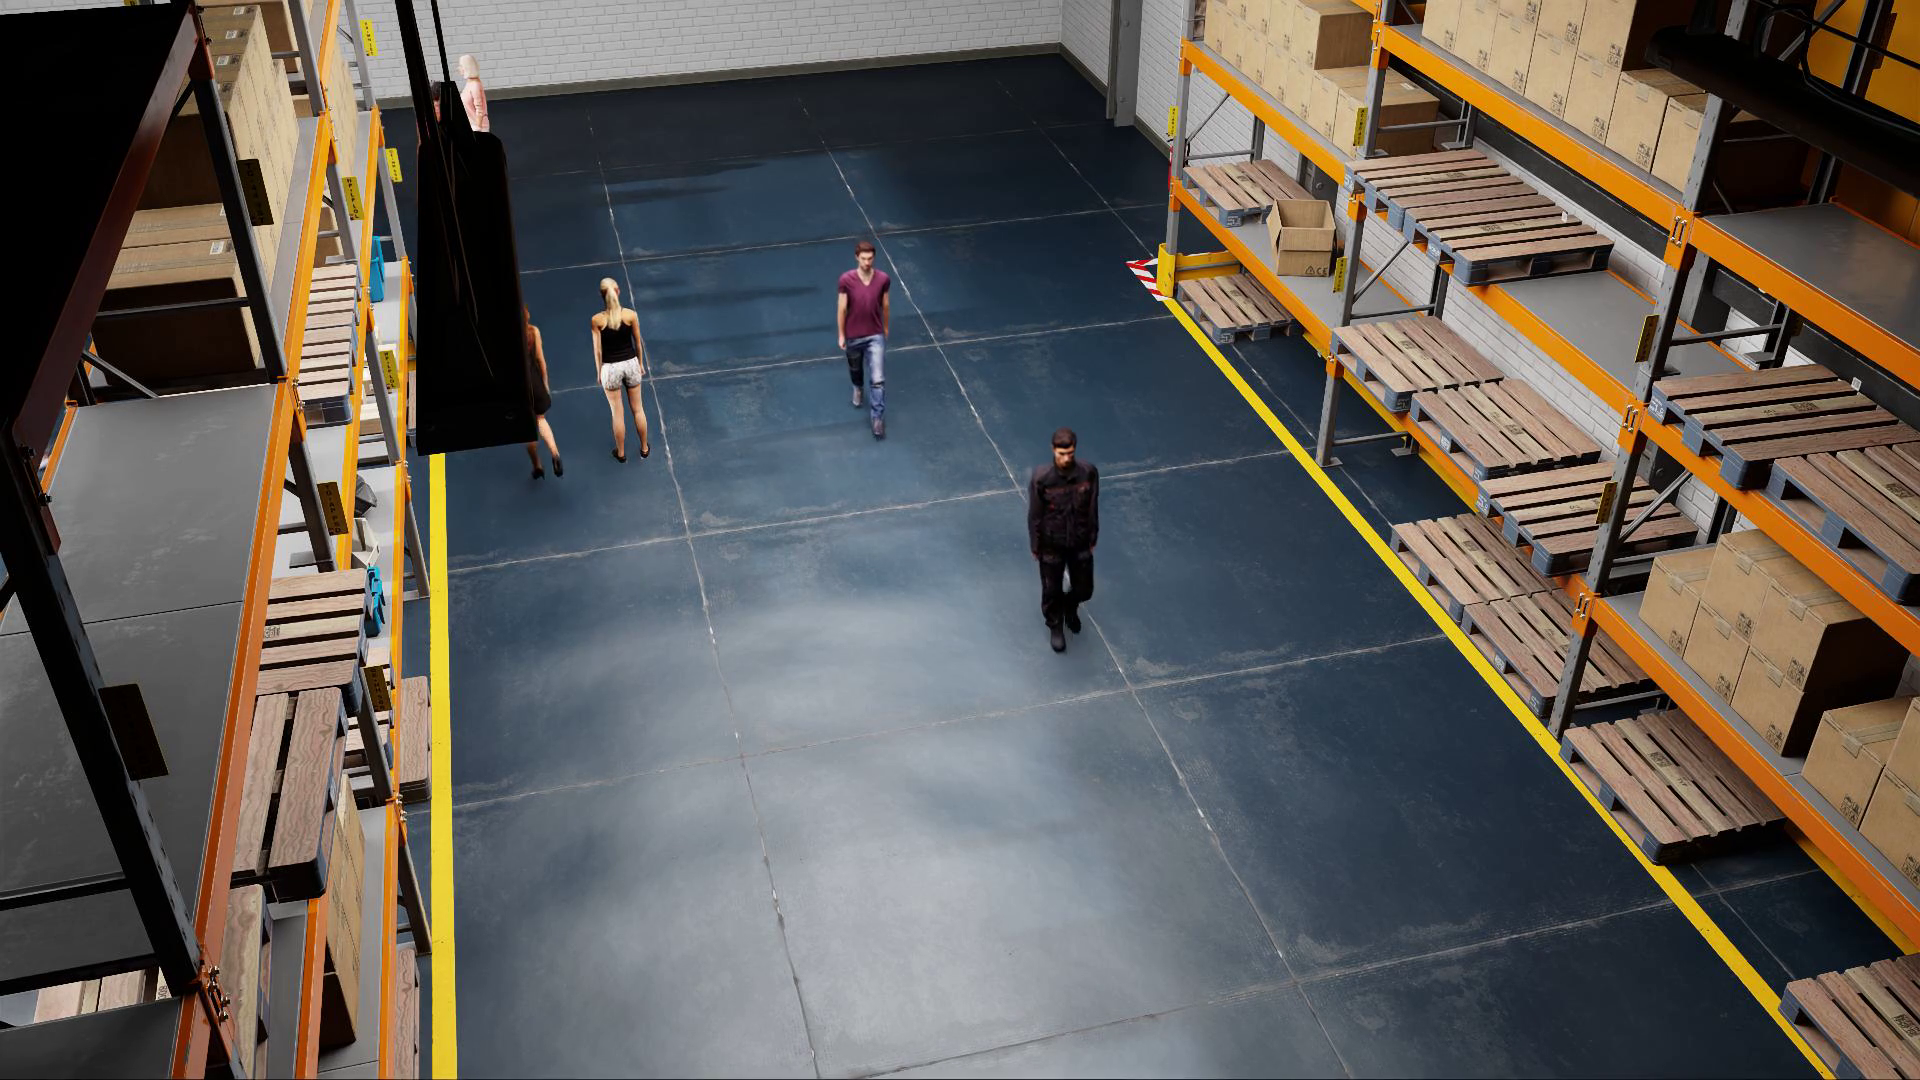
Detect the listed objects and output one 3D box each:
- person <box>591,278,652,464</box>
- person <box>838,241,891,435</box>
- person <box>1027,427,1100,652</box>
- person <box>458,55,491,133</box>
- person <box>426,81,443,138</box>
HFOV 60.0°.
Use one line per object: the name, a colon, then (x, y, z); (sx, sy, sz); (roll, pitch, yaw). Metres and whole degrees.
person: (-3.087, -1.560, 15.126); (0.614, 1.844, 0.571); (-12, 35, -17)
person: (-0.929, -1.997, 15.815); (0.820, 1.809, 1.225); (-2, 34, -4)
person: (0.781, -0.069, 12.800); (0.736, 1.937, 0.706); (-7, 34, -10)
person: (-5.985, -5.178, 20.677); (0.698, 1.725, 0.523); (-15, 36, -21)
person: (-6.276, -4.709, 20.036); (0.786, 1.652, 0.707); (-4, 34, -6)
